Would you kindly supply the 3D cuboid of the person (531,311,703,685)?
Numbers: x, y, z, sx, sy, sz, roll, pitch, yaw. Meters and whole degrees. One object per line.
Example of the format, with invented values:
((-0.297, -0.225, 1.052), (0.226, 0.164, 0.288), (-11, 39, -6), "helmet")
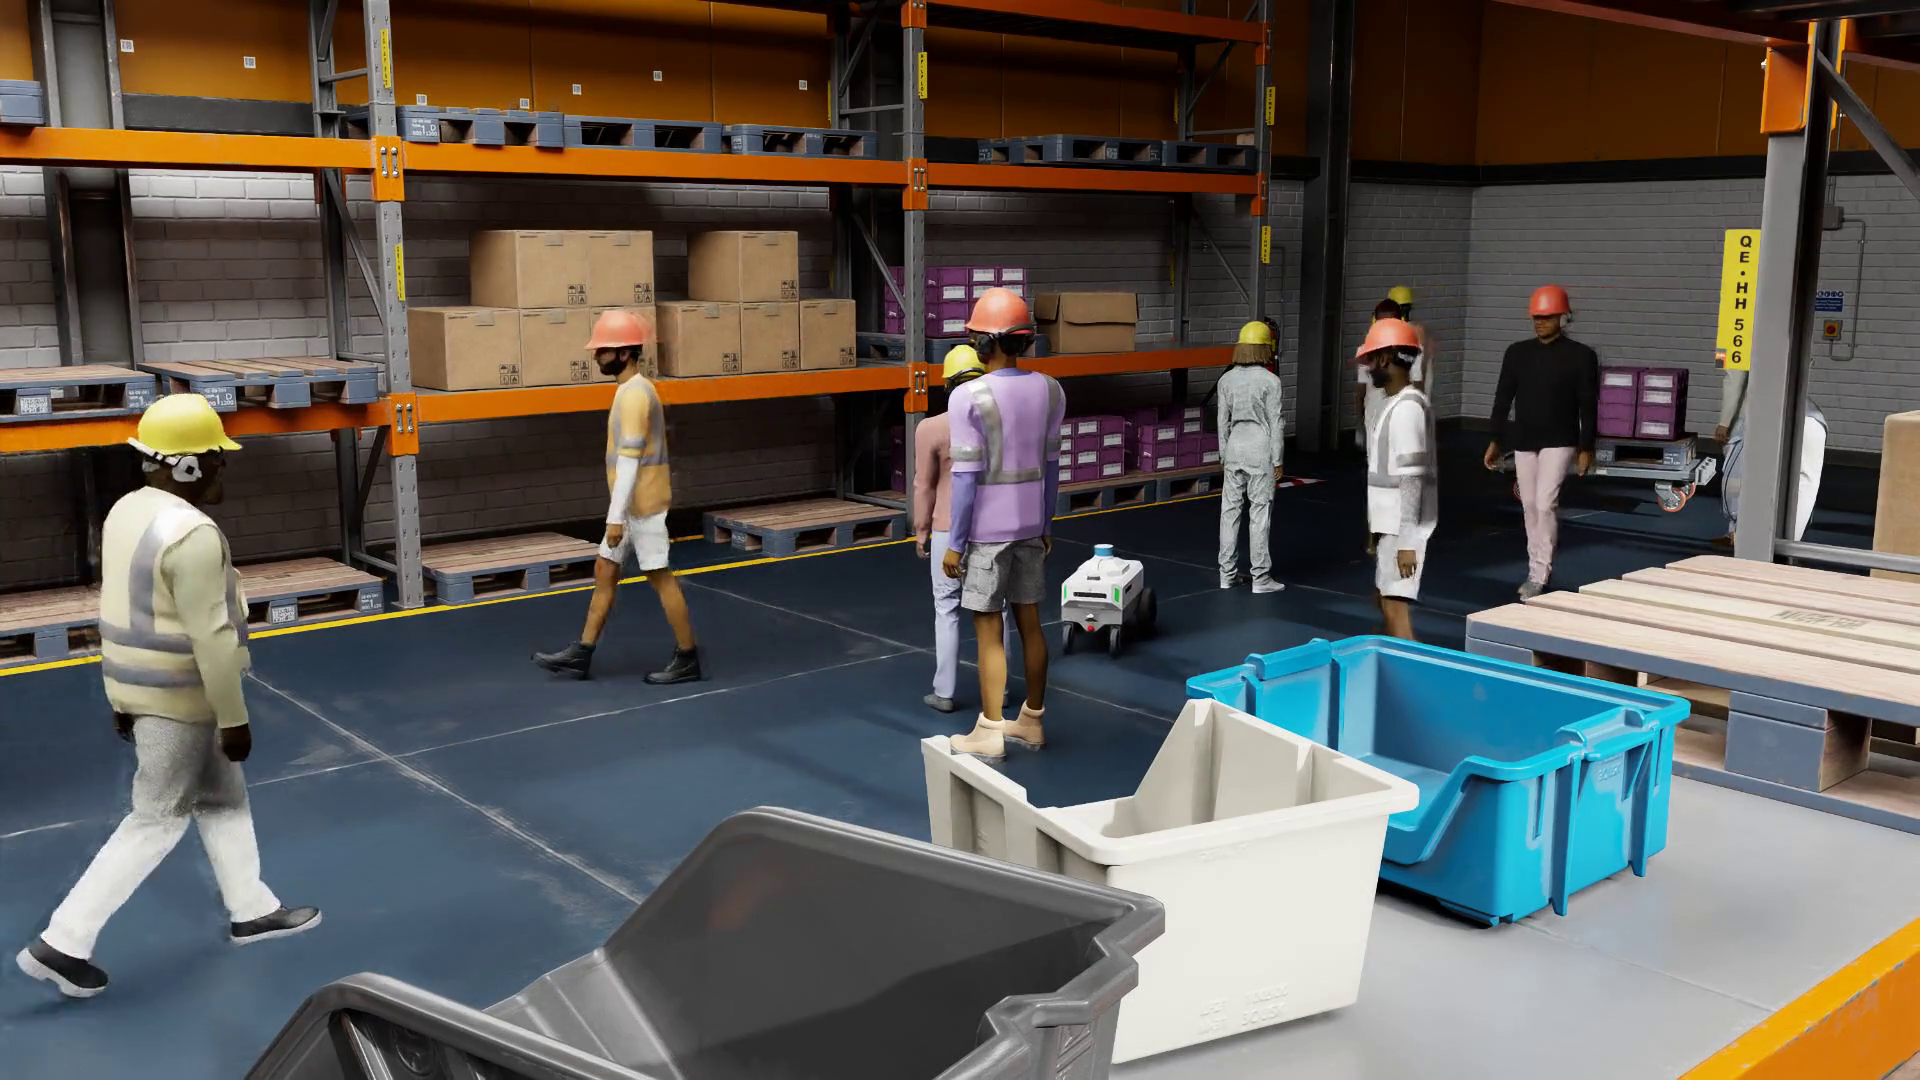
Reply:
((-1.739, -0.187, 8.343), (0.932, 1.893, 0.563), (-3, 10, -14), "person")

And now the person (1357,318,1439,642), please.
((1.987, -0.045, 7.573), (0.380, 1.900, 0.808), (2, 10, 12), "person")

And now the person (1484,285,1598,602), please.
((3.579, -0.591, 10.389), (0.759, 1.971, 0.623), (-9, 13, -41), "person")

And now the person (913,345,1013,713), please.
((0.029, -0.052, 7.984), (0.522, 1.758, 0.350), (-3, 11, -16), "person")

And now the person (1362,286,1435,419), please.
((3.808, -1.247, 14.348), (0.598, 1.879, 1.013), (-3, 10, -14), "person")

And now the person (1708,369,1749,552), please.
((5.744, -0.874, 12.072), (0.635, 1.937, 0.354), (-5, 11, -24), "person")

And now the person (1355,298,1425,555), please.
((3.145, -0.844, 12.160), (0.521, 1.851, 0.758), (3, 11, 17), "person")

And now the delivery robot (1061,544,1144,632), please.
((0.802, 0.267, 9.291), (0.477, 0.478, 0.707), (3, 11, 17), "delivery robot")

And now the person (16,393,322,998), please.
((-2.438, 0.461, 5.014), (0.875, 1.798, 0.602), (-9, 14, -42), "person")

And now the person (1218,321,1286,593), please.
((1.878, -0.531, 10.700), (0.486, 1.744, 0.298), (9, 14, 42), "person")

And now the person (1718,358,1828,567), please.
((3.811, -0.072, 7.875), (0.404, 1.833, 0.590), (0, 10, 1), "person")

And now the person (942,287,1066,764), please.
((0.173, -0.058, 7.197), (0.608, 2.048, 0.365), (-9, 13, -40), "person")
